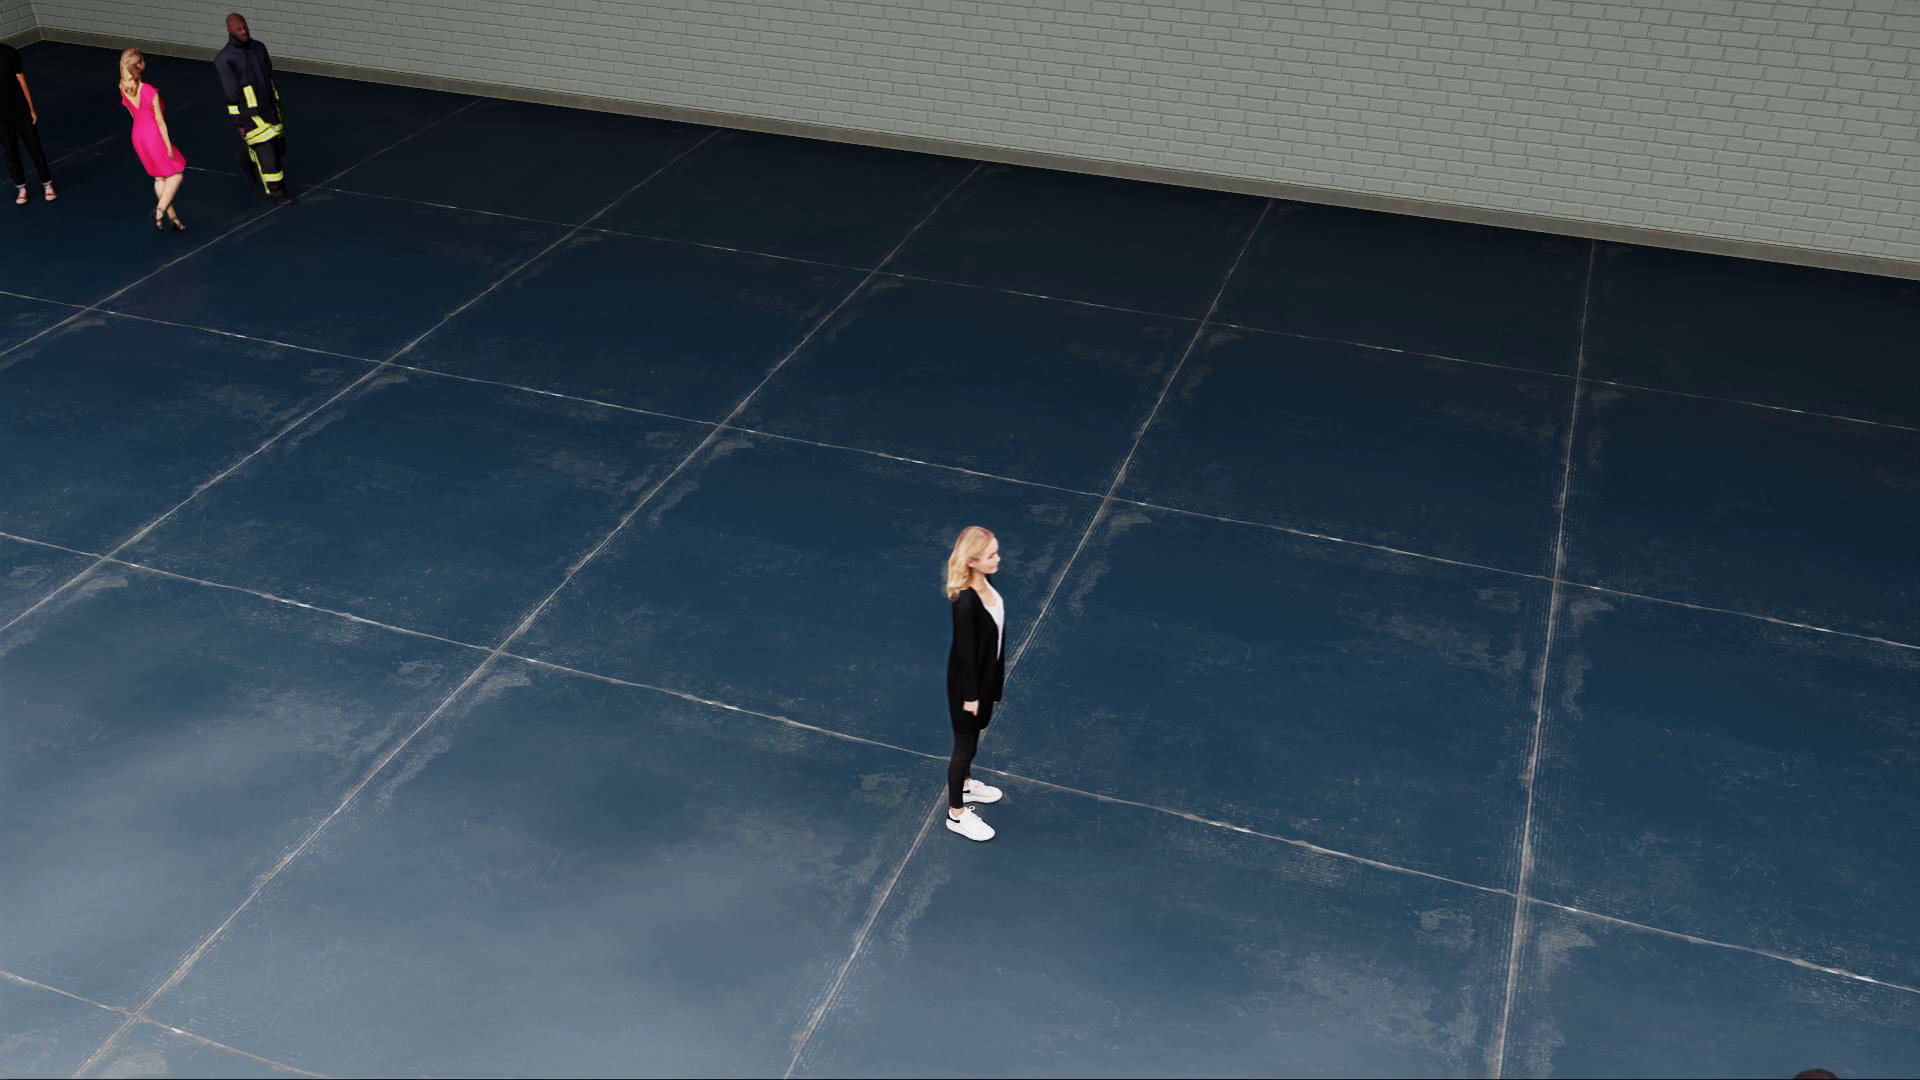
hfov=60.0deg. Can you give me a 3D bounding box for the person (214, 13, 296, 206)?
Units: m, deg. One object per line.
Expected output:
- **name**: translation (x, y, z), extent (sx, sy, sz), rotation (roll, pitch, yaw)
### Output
- **person**: translation (-6.751, -4.100, 15.786), extent (0.886, 1.800, 1.010), rotation (17, 37, 24)

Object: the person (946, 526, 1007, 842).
- **person**: translation (0.063, 0.702, 8.402), extent (0.689, 1.801, 0.491), rotation (6, 34, 9)

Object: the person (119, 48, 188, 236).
- **person**: translation (-7.347, -3.545, 15.013), extent (0.553, 1.714, 0.758), rotation (13, 35, 18)

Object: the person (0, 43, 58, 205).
- **person**: translation (-9.038, -4.092, 15.813), extent (0.698, 1.757, 0.753), rotation (-13, 35, -19)
